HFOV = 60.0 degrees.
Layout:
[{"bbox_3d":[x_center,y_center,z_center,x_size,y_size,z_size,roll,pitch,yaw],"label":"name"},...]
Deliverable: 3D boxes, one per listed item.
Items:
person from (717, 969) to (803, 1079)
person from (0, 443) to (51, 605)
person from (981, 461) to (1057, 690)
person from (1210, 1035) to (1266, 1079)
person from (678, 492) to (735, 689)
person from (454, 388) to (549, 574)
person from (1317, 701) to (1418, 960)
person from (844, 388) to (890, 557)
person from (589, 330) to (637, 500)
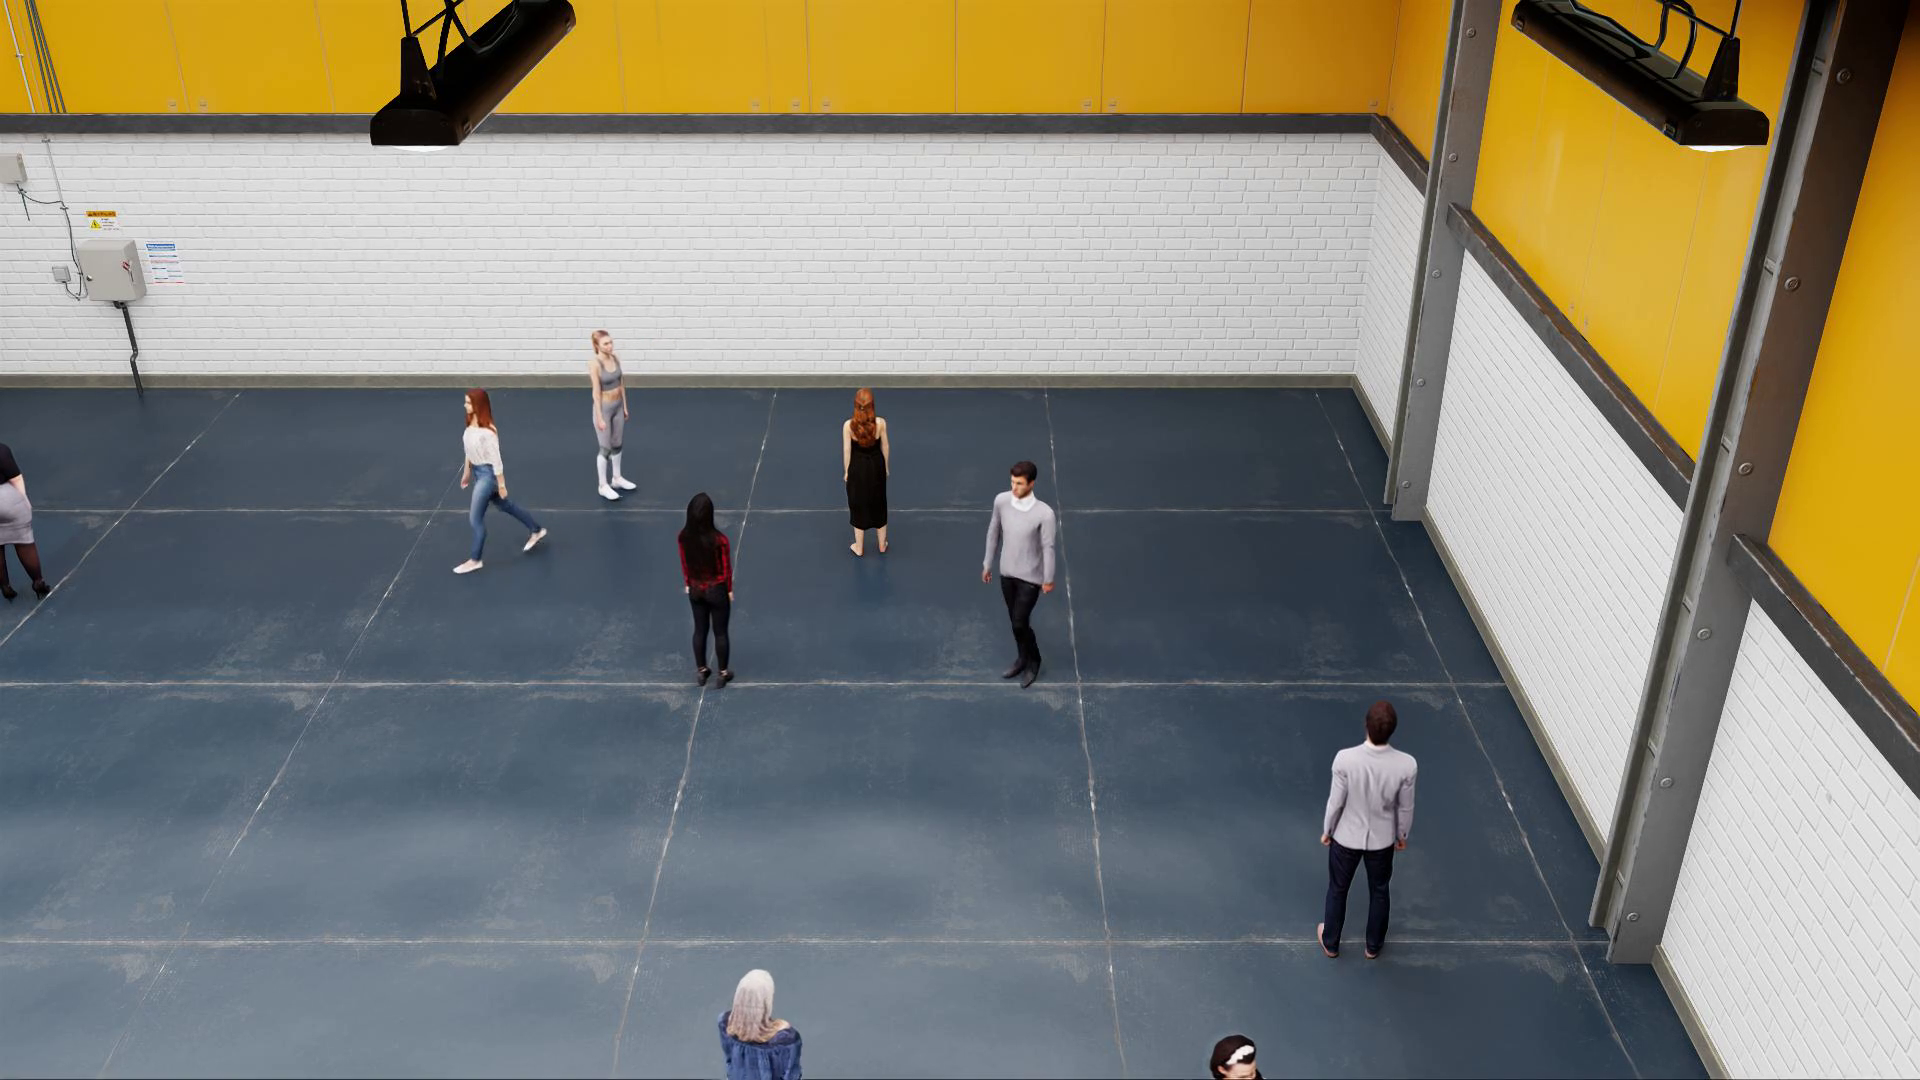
[{"bbox_3d":[-1.030,2.914,8.393,0.833,1.657,1.208,8,30,14],"label":"person"},{"bbox_3d":[-8.180,-0.276,14.134,0.717,1.760,0.691,-6,29,-11],"label":"person"},{"bbox_3d":[0.545,0.214,13.080,0.844,1.909,0.897,24,37,37],"label":"person"},{"bbox_3d":[1.249,3.062,7.956,0.858,1.815,0.913,-22,35,-34],"label":"person"},{"bbox_3d":[-1.965,0.405,12.998,0.637,1.651,0.609,9,30,15],"label":"person"},{"bbox_3d":[-4.102,-0.571,14.743,1.052,1.693,1.142,-17,33,-28],"label":"person"},{"bbox_3d":[2.489,1.797,10.239,0.697,1.851,0.578,2,29,4],"label":"person"},{"bbox_3d":[-0.836,-0.610,14.886,0.620,1.625,0.641,-7,29,-12],"label":"person"},{"bbox_3d":[-3.374,-1.228,15.946,0.704,1.697,0.612,17,33,28],"label":"person"}]
